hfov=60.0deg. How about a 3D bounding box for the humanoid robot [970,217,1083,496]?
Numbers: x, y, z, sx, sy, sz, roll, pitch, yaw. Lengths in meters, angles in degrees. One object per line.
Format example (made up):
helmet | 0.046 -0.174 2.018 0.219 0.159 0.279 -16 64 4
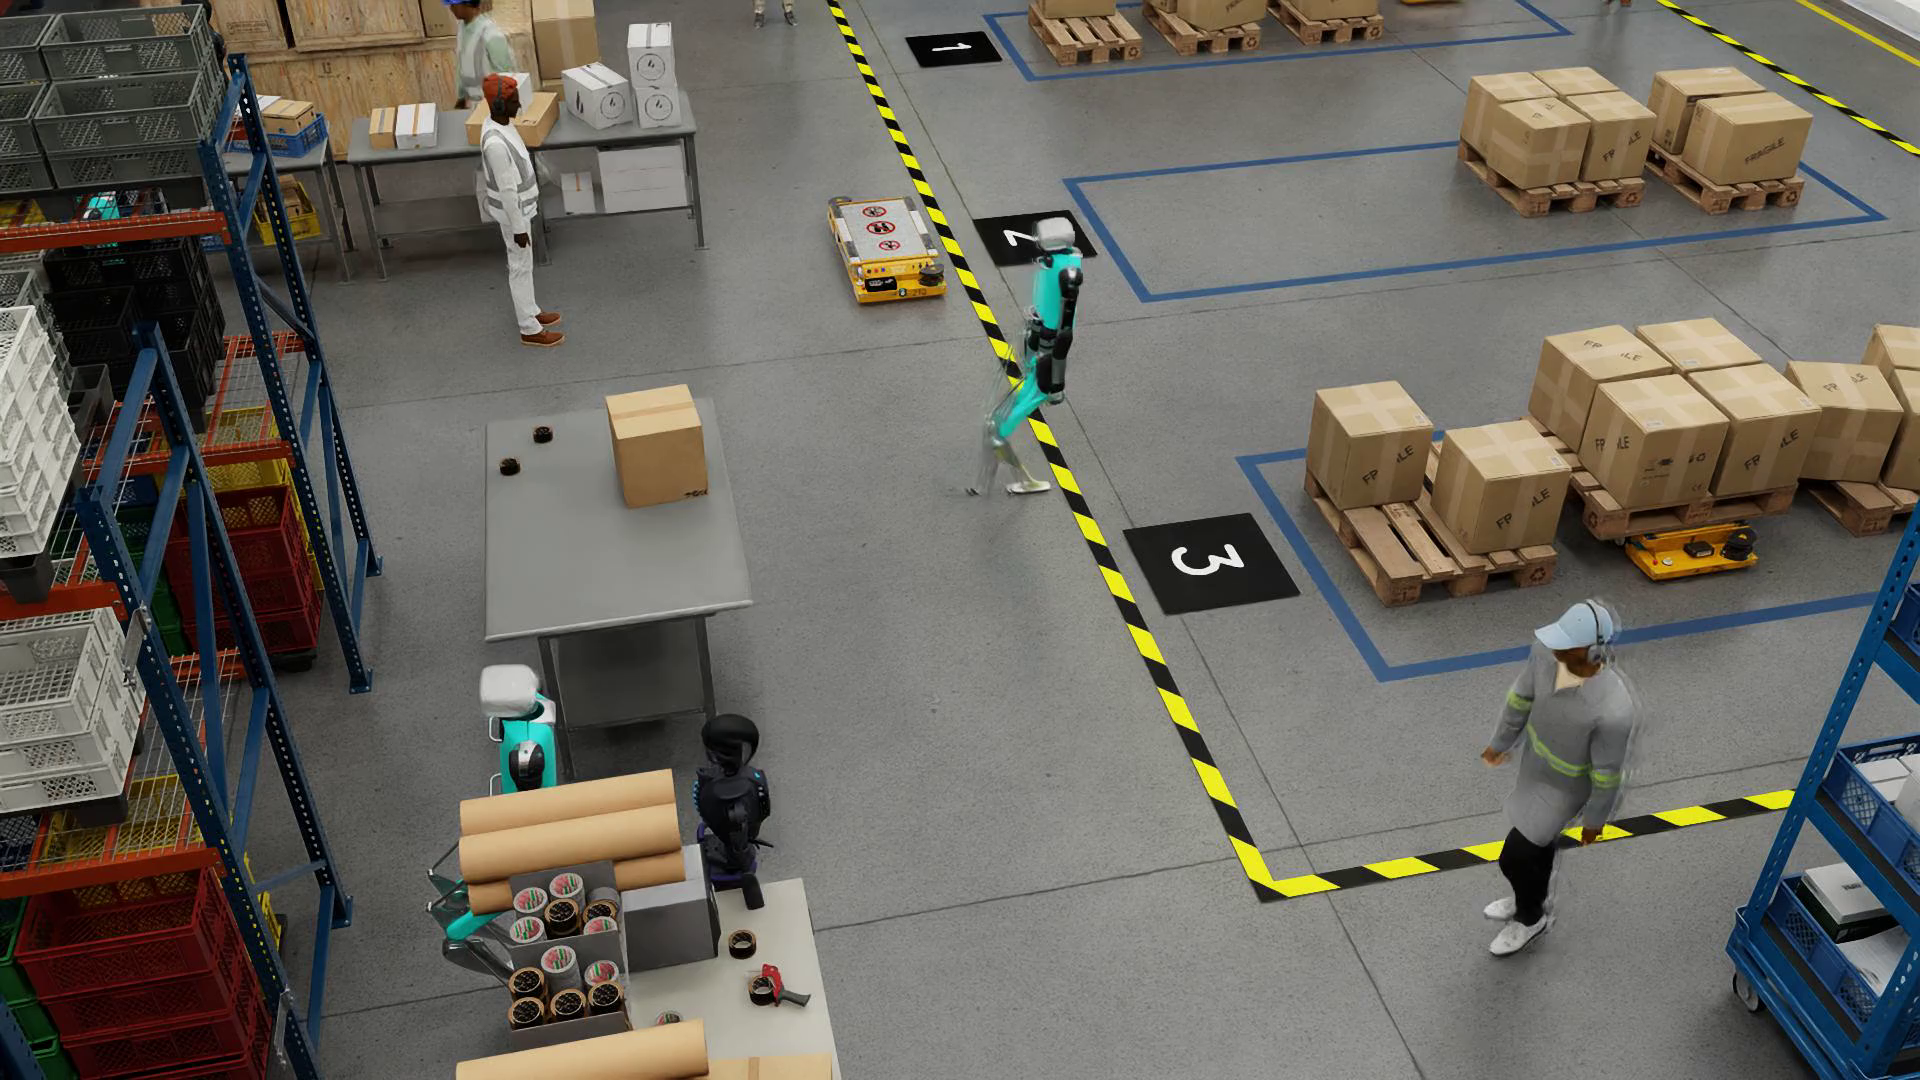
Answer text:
humanoid robot | 0.326 -0.950 9.702 0.722 1.906 0.544 -7 37 -10

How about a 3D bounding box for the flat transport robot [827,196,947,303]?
flat transport robot | -0.570 -2.220 12.538 0.659 0.231 1.431 -8 37 -10

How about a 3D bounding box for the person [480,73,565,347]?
person | -2.967 -2.204 11.161 0.357 1.887 0.572 -8 37 -10

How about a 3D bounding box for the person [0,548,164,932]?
person | -3.757 0.826 6.959 0.371 2.044 0.605 -8 37 -10

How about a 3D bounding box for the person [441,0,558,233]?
person | -3.592 -3.366 12.715 0.972 1.898 0.601 -25 43 -29

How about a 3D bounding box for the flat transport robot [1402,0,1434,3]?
flat transport robot | 4.748 -6.054 17.668 0.652 0.197 1.431 -8 37 -10

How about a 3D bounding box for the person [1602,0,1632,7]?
person | 6.837 -6.275 16.652 0.600 1.870 0.472 7 37 10

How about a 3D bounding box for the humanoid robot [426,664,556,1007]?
humanoid robot | -1.880 1.215 6.582 0.735 1.671 0.533 -8 37 -10

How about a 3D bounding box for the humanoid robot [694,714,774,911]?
humanoid robot | -0.877 1.328 6.582 0.317 1.653 0.604 -8 37 -10

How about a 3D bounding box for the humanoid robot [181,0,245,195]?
humanoid robot | -5.772 -3.422 12.963 0.315 1.654 0.599 -8 37 -10

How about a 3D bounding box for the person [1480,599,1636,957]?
person | 2.428 0.984 6.922 0.548 1.837 0.604 -7 37 -10

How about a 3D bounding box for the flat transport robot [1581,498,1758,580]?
flat transport robot | 4.062 -0.294 9.926 0.652 0.197 1.431 -8 37 -10

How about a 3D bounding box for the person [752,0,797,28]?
person | -1.857 -5.930 16.268 0.560 1.765 0.400 -8 37 -10

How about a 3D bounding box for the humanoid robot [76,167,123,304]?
humanoid robot | -5.387 -1.484 10.205 0.735 1.677 0.533 -8 37 -10
